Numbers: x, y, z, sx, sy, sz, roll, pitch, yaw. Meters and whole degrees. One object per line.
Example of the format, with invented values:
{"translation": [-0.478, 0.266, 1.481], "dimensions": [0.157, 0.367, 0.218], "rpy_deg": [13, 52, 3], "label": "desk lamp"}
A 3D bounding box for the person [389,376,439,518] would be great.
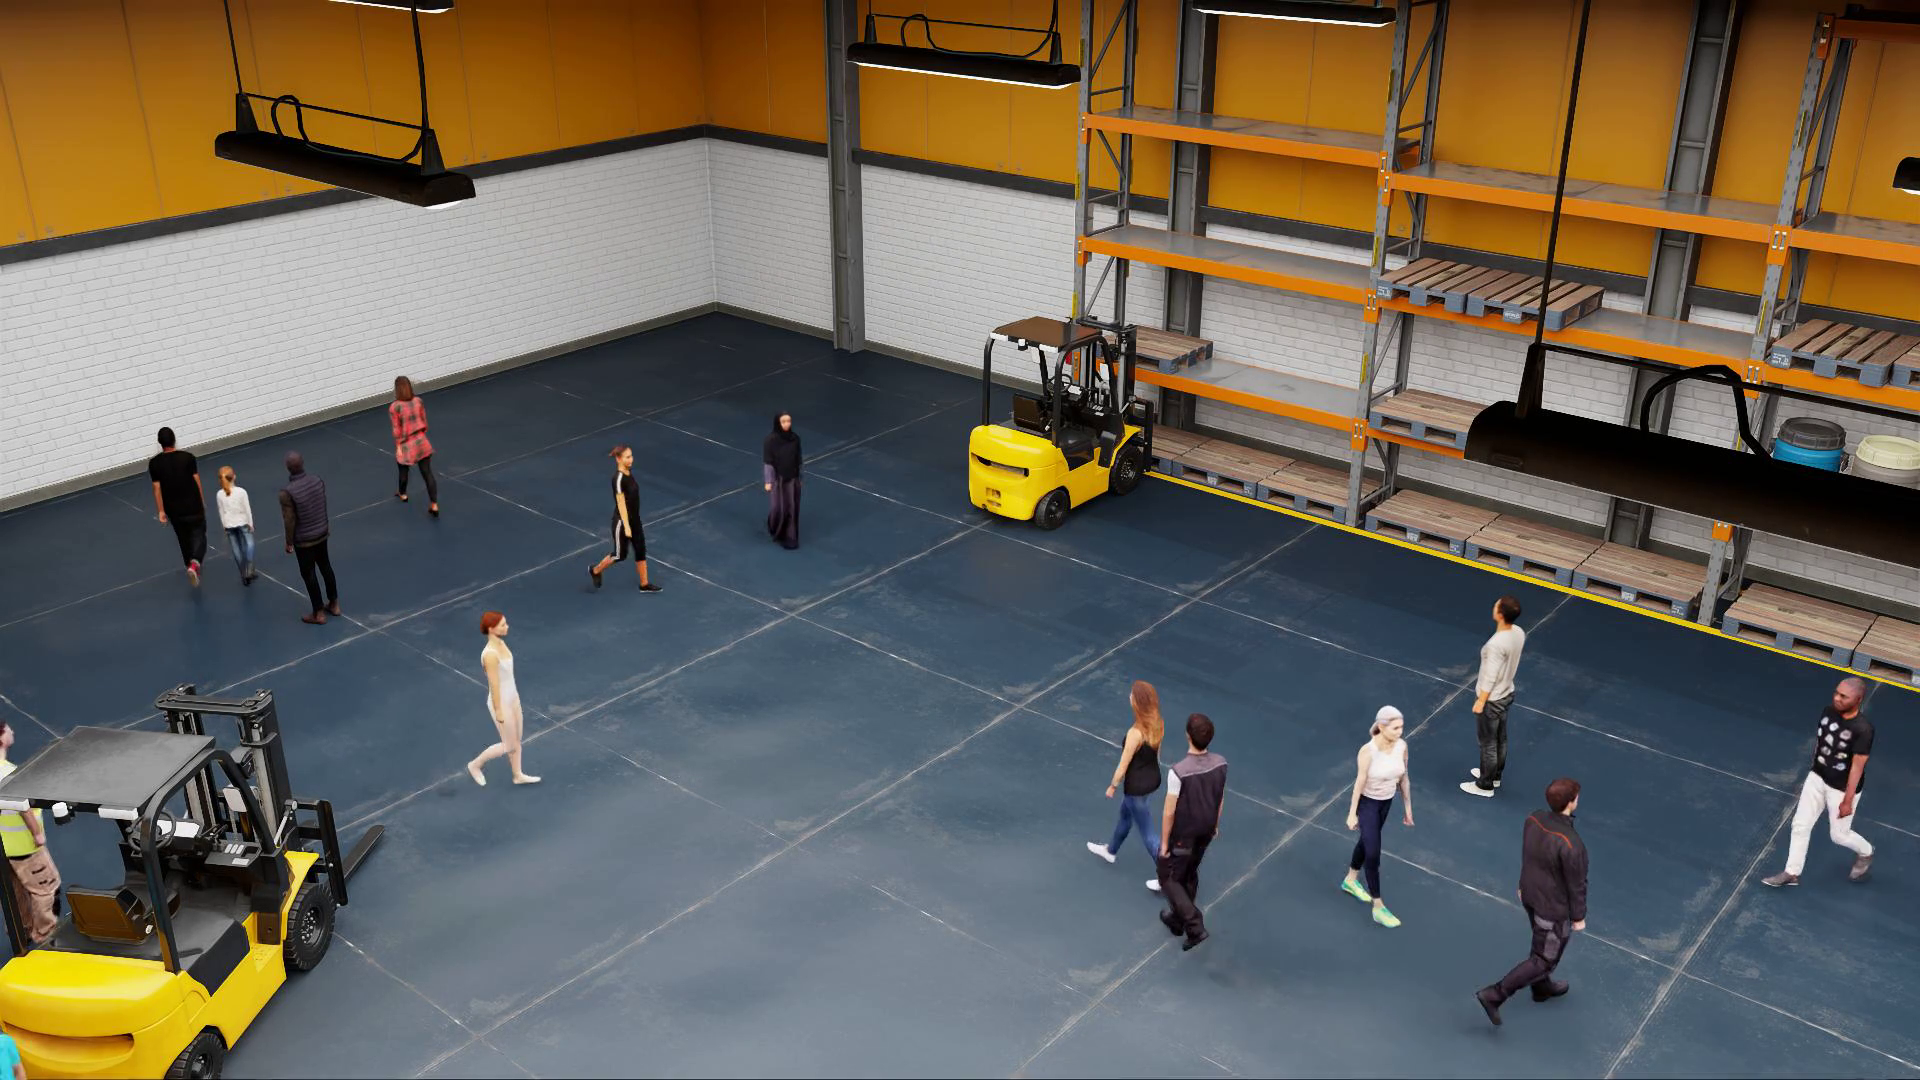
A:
{"translation": [-6.316, -1.048, 19.327], "dimensions": [0.705, 1.649, 1.121], "rpy_deg": [-21, 31, -40], "label": "person"}

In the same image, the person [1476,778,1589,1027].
{"translation": [3.871, 2.445, 11.130], "dimensions": [1.147, 1.814, 1.150], "rpy_deg": [-6, 24, -14], "label": "person"}

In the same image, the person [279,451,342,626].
{"translation": [-6.564, -0.039, 16.784], "dimensions": [0.656, 1.837, 0.746], "rpy_deg": [12, 26, 25], "label": "person"}

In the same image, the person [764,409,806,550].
{"translation": [-1.992, -0.709, 18.601], "dimensions": [0.778, 1.608, 0.884], "rpy_deg": [-11, 26, -23], "label": "person"}

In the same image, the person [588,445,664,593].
{"translation": [-3.562, -0.196, 17.376], "dimensions": [1.089, 1.649, 0.874], "rpy_deg": [5, 24, 10], "label": "person"}

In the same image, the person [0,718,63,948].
{"translation": [-6.735, 2.108, 11.862], "dimensions": [0.797, 1.845, 0.945], "rpy_deg": [6, 24, 13], "label": "person"}

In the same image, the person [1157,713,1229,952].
{"translation": [1.687, 2.119, 11.853], "dimensions": [0.884, 1.832, 1.029], "rpy_deg": [-12, 26, -26], "label": "person"}

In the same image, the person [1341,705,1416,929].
{"translation": [3.037, 1.955, 12.410], "dimensions": [0.810, 1.687, 1.006], "rpy_deg": [-13, 27, -28], "label": "person"}

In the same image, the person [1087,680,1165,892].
{"translation": [1.426, 1.894, 12.553], "dimensions": [1.107, 1.684, 0.690], "rpy_deg": [14, 27, 30], "label": "person"}

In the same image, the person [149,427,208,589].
{"translation": [-8.200, -0.321, 17.554], "dimensions": [0.961, 1.736, 1.075], "rpy_deg": [-5, 24, -12], "label": "person"}

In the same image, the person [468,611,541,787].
{"translation": [-3.882, 1.360, 13.841], "dimensions": [0.893, 1.631, 0.819], "rpy_deg": [-1, 24, -2], "label": "person"}

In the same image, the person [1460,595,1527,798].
{"translation": [4.456, 1.282, 13.794], "dimensions": [0.539, 1.811, 0.656], "rpy_deg": [20, 30, 38], "label": "person"}

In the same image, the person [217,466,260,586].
{"translation": [-7.681, -0.126, 17.645], "dimensions": [0.563, 1.306, 0.610], "rpy_deg": [-7, 25, -15], "label": "person"}

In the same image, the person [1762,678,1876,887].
{"translation": [6.660, 1.852, 12.527], "dimensions": [1.088, 1.781, 1.155], "rpy_deg": [-8, 25, -17], "label": "person"}
